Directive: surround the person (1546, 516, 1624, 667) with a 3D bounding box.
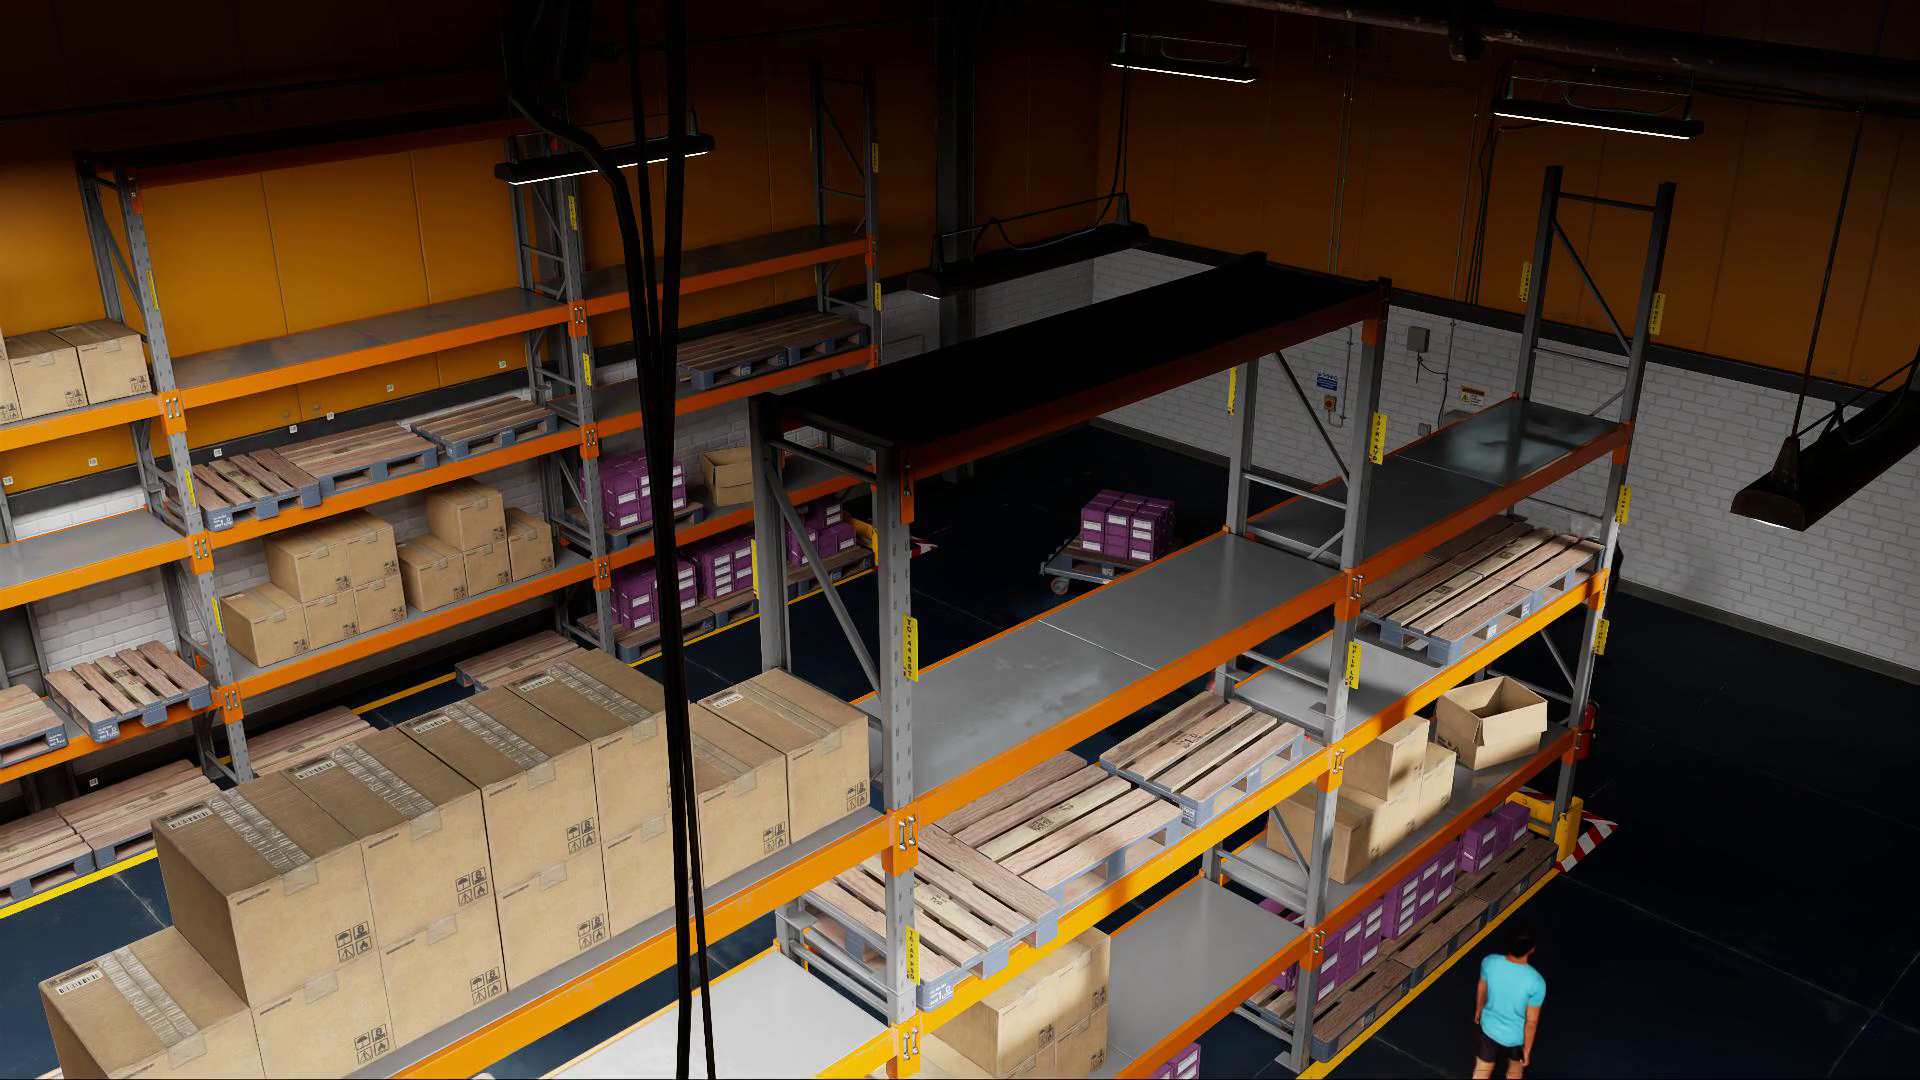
[{"bbox_3d":[6.822,0.505,18.060,0.778,1.729,1.025,19,30,36],"label":"person"}]

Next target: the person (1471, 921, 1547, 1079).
[{"bbox_3d":[3.662,3.431,11.363,0.702,1.731,1.213,18,30,36],"label":"person"}]
